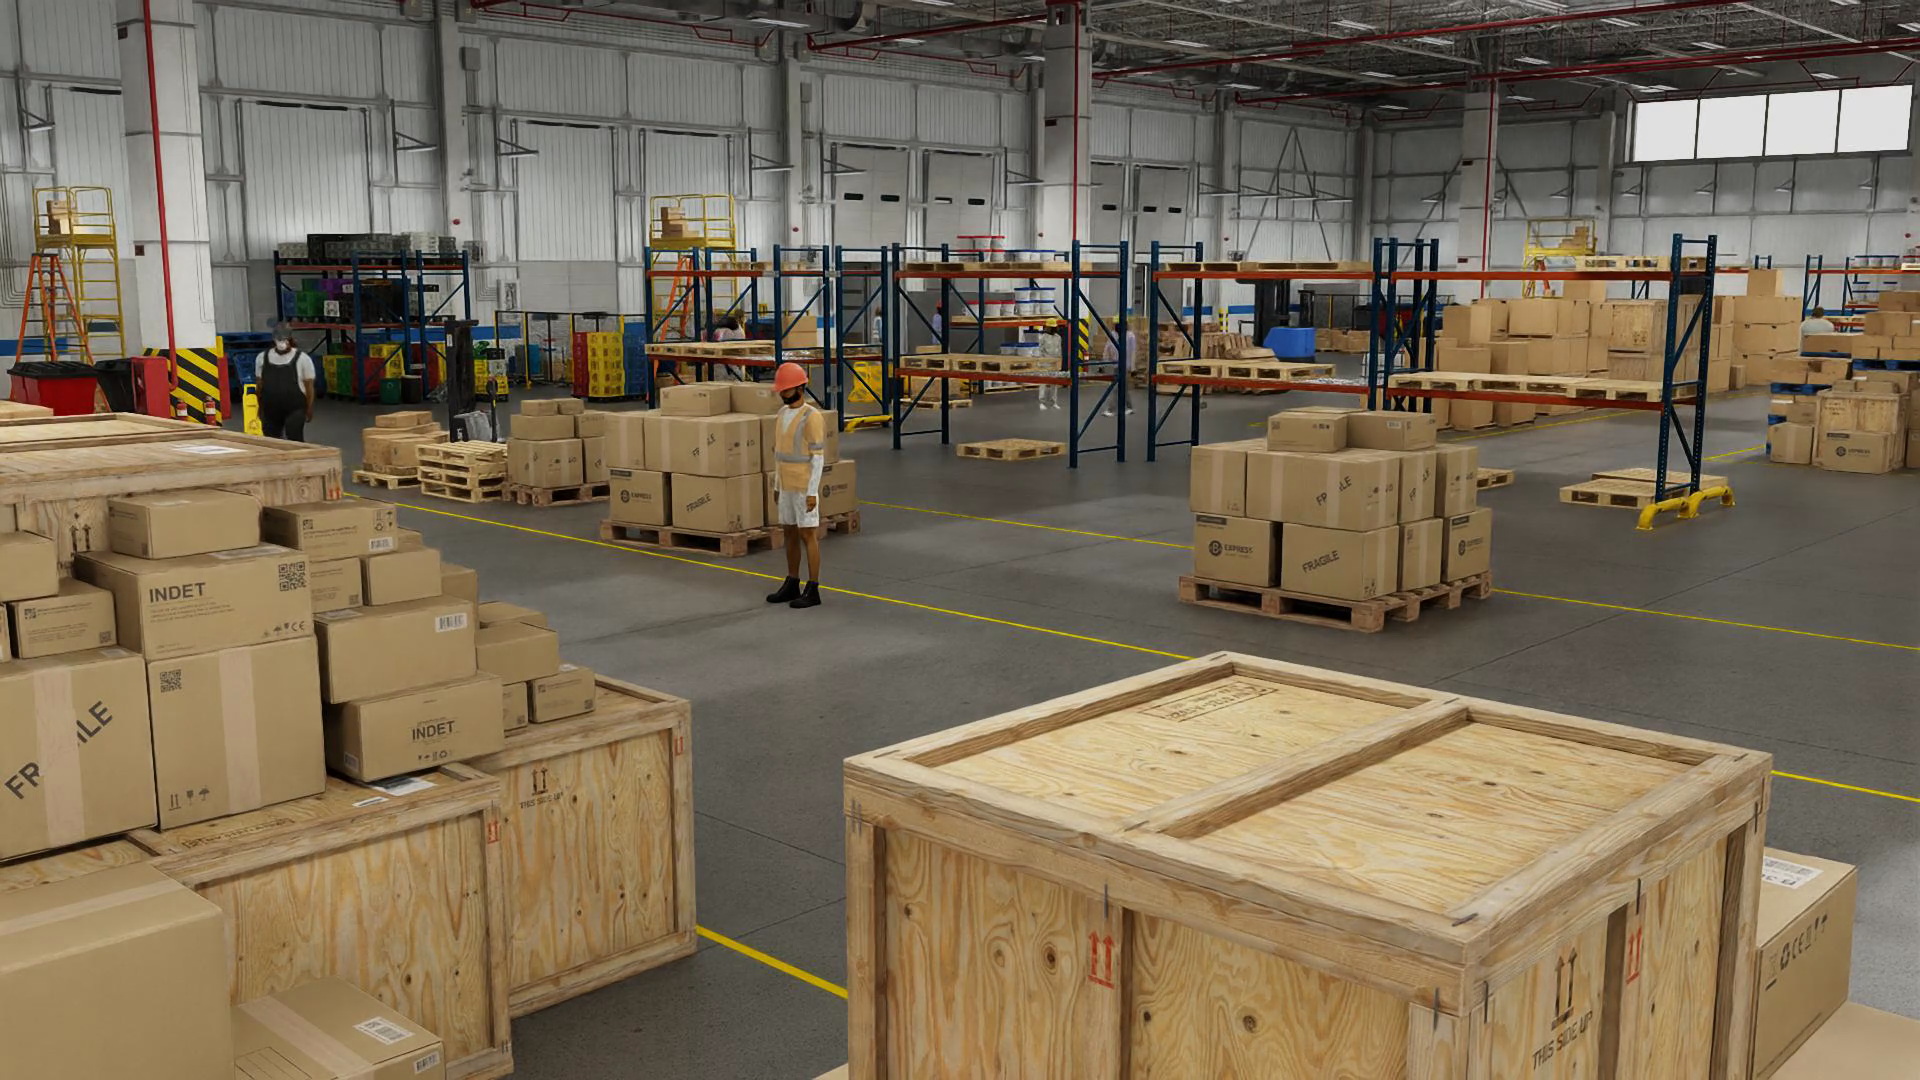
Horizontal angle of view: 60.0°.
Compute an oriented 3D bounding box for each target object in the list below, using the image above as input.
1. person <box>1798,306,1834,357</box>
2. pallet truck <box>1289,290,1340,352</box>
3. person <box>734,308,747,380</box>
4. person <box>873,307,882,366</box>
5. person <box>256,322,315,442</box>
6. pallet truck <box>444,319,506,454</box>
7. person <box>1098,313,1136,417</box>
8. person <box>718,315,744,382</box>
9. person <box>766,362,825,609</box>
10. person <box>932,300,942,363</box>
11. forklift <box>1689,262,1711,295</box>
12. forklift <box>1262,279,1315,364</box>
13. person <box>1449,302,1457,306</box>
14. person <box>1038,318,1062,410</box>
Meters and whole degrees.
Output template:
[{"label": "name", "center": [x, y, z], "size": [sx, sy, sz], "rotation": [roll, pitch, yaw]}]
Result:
[{"label": "person", "center": [17.270, -3.767, 33.596], "size": [0.620, 1.907, 0.688], "rotation": [5, 10, 27]}, {"label": "pallet truck", "center": [11.297, -6.951, 52.861], "size": [1.885, 1.965, 0.823], "rotation": [-5, 11, -29]}, {"label": "person", "center": [-4.130, -3.340, 30.953], "size": [0.377, 1.931, 0.632], "rotation": [-1, 9, -9]}, {"label": "person", "center": [-2.169, -5.389, 44.412], "size": [0.314, 1.633, 0.519], "rotation": [-2, 9, -10]}, {"label": "person", "center": [-8.263, -1.671, 20.358], "size": [0.697, 2.000, 0.560], "rotation": [-1, 9, -5]}, {"label": "pallet truck", "center": [-6.981, -1.942, 22.150], "size": [1.885, 1.965, 0.823], "rotation": [1, 9, 9]}, {"label": "person", "center": [2.884, -3.151, 29.961], "size": [1.014, 1.877, 0.605], "rotation": [-9, 13, -42]}, {"label": "person", "center": [-4.128, -3.202, 30.462], "size": [0.824, 1.797, 0.643], "rotation": [-4, 10, -24]}, {"label": "person", "center": [-1.300, -0.429, 13.078], "size": [0.364, 1.933, 0.543], "rotation": [-8, 12, -41]}, {"label": "person", "center": [-0.453, -4.632, 38.838], "size": [0.375, 1.934, 0.547], "rotation": [2, 10, 13]}, {"label": "forklift", "center": [19.863, -6.089, 44.880], "size": [1.873, 2.768, 1.129], "rotation": [3, 10, 17]}, {"label": "forklift", "center": [8.560, -6.090, 44.881], "size": [1.873, 2.768, 1.129], "rotation": [9, 13, 43]}, {"label": "person", "center": [14.650, -6.233, 49.432], "size": [0.547, 1.686, 0.395], "rotation": [1, 9, 5]}, {"label": "person", "center": [1.715, -3.328, 31.461], "size": [0.487, 1.734, 0.336], "rotation": [-5, 10, -26]}]
